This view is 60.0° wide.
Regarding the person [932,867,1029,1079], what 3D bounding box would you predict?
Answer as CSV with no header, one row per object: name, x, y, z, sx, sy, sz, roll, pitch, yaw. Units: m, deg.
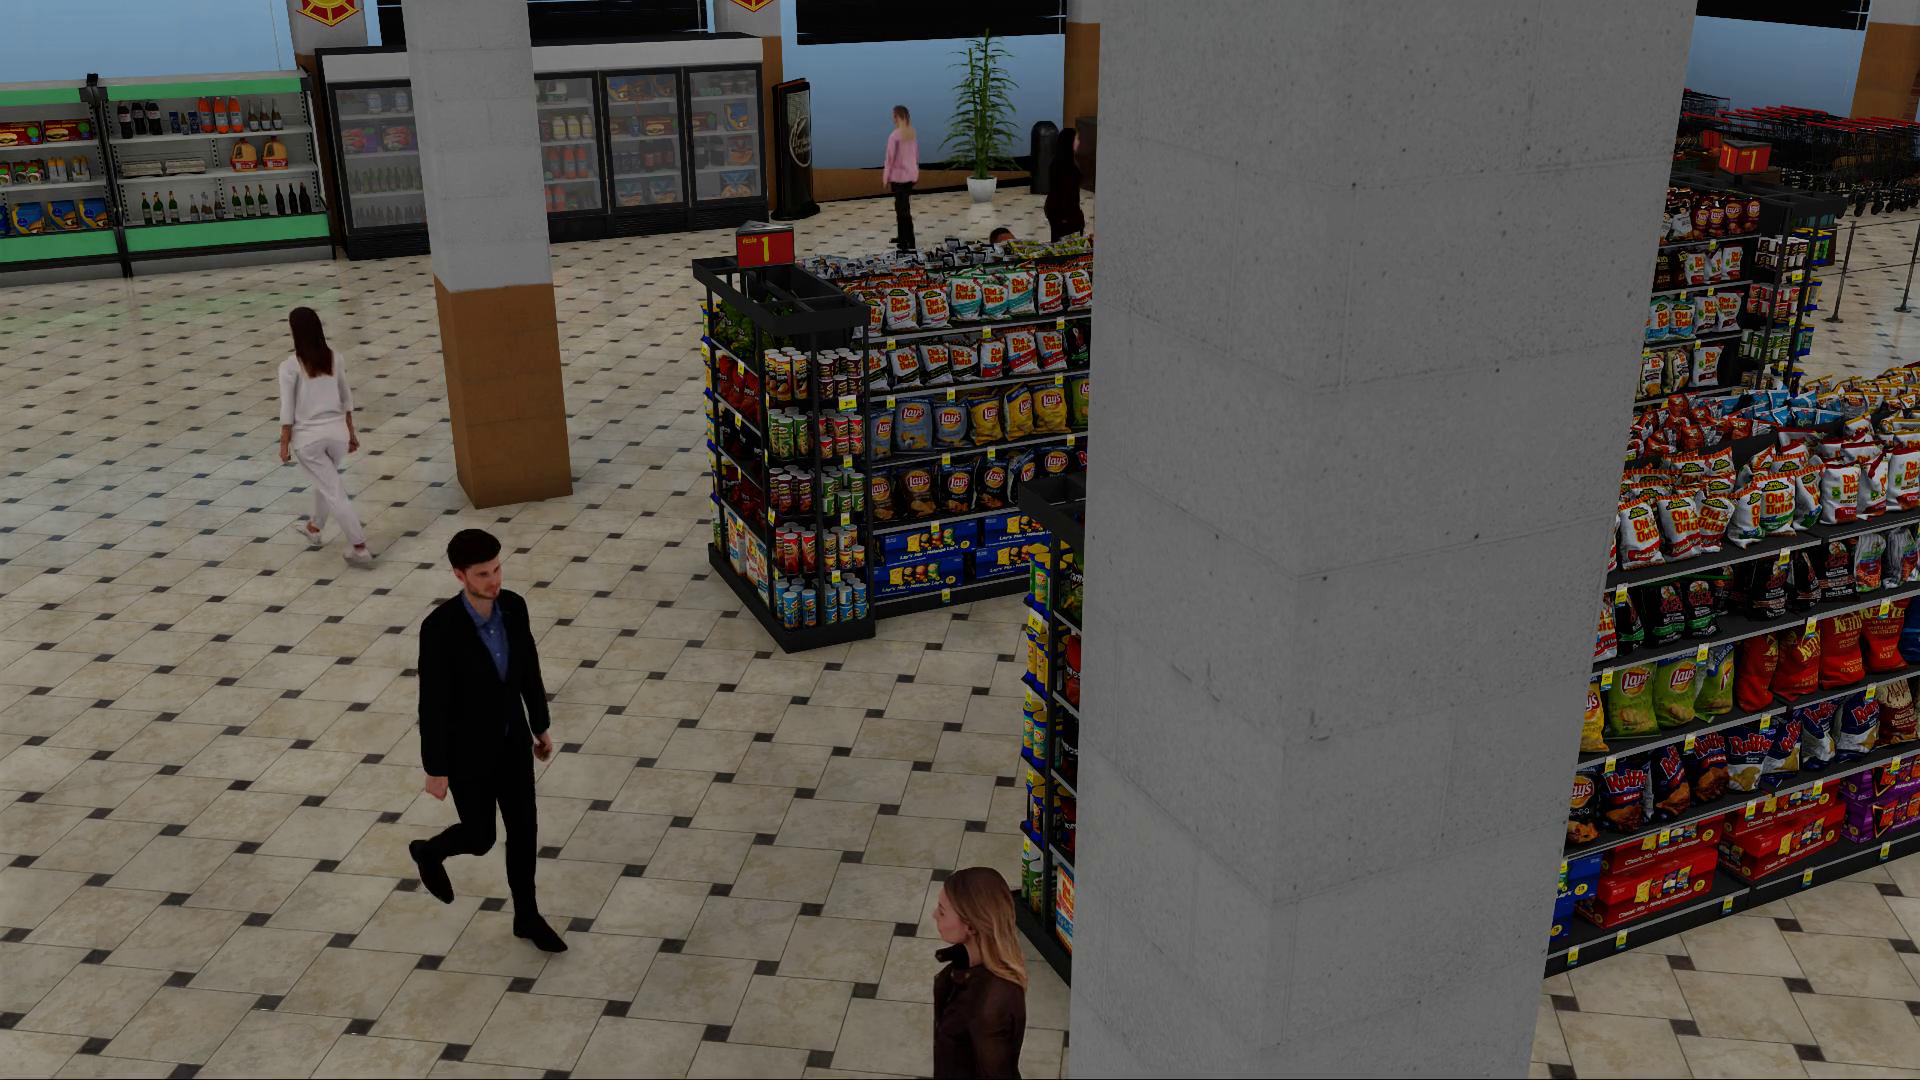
person,0.083,1.678,4.764,0.646,1.703,0.675,0,22,-1

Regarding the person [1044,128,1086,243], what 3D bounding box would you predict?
person,0.993,-3.400,17.349,0.744,1.742,0.687,-6,23,-15

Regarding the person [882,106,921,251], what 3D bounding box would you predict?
person,-0.599,-4.218,19.474,0.828,1.676,0.765,17,27,35

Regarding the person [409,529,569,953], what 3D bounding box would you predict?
person,-1.983,0.806,6.723,1.083,1.861,1.099,14,26,31

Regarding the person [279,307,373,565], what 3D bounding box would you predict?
person,-4.012,-0.619,10.557,1.028,1.646,1.093,14,26,31
